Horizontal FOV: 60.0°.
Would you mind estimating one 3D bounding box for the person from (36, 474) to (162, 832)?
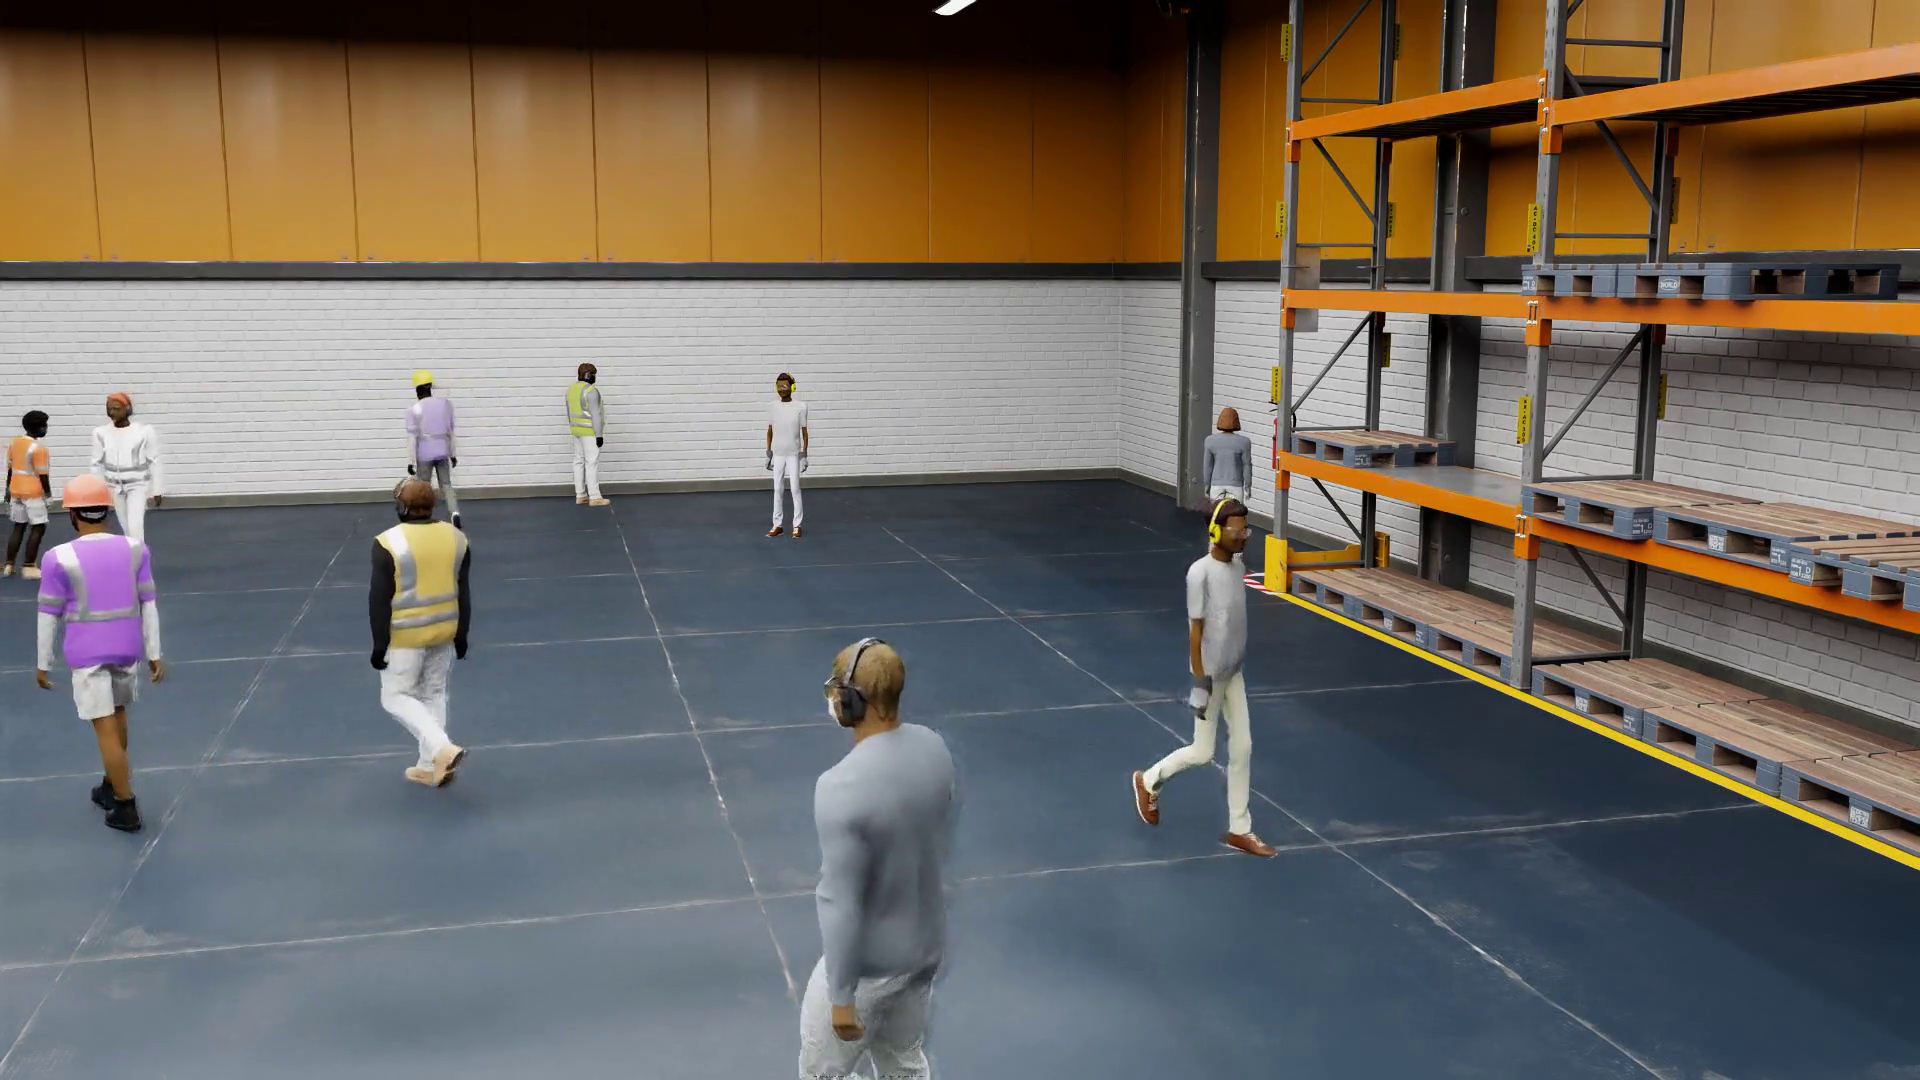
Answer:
[{"bbox_3d":[-4.701,0.597,9.000,0.832,1.905,0.567,7,12,38],"label":"person"}]

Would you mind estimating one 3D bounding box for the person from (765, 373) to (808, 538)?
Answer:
[{"bbox_3d":[-1.960,-0.953,18.799,0.517,1.873,0.328,2,9,15],"label":"person"}]

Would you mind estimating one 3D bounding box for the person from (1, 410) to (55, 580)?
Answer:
[{"bbox_3d":[-9.108,-0.438,16.229,0.642,1.659,0.402,5,10,30],"label":"person"}]

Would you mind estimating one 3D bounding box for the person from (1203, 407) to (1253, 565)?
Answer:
[{"bbox_3d":[2.721,-0.531,16.900,0.507,1.633,0.278,4,10,23],"label":"person"}]

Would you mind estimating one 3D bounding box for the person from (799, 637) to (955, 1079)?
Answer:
[{"bbox_3d":[-0.234,1.238,4.979,0.460,1.926,0.634,6,11,34],"label":"person"}]

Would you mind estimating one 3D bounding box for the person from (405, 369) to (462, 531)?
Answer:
[{"bbox_3d":[-5.953,-0.972,18.777,0.603,1.916,0.632,9,13,44],"label":"person"}]

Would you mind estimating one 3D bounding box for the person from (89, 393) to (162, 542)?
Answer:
[{"bbox_3d":[-7.921,-0.450,15.727,0.582,1.850,0.854,0,9,2],"label":"person"}]

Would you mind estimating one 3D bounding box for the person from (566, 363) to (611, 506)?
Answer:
[{"bbox_3d":[-4.797,-1.361,21.459,0.621,1.838,0.429,8,12,43],"label":"person"}]

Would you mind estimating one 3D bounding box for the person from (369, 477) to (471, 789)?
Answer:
[{"bbox_3d":[-3.050,0.554,9.516,0.591,1.831,0.631,6,11,34],"label":"person"}]

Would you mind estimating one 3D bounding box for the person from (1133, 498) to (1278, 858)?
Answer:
[{"bbox_3d":[1.287,0.690,8.624,0.779,1.851,0.524,9,13,44],"label":"person"}]
